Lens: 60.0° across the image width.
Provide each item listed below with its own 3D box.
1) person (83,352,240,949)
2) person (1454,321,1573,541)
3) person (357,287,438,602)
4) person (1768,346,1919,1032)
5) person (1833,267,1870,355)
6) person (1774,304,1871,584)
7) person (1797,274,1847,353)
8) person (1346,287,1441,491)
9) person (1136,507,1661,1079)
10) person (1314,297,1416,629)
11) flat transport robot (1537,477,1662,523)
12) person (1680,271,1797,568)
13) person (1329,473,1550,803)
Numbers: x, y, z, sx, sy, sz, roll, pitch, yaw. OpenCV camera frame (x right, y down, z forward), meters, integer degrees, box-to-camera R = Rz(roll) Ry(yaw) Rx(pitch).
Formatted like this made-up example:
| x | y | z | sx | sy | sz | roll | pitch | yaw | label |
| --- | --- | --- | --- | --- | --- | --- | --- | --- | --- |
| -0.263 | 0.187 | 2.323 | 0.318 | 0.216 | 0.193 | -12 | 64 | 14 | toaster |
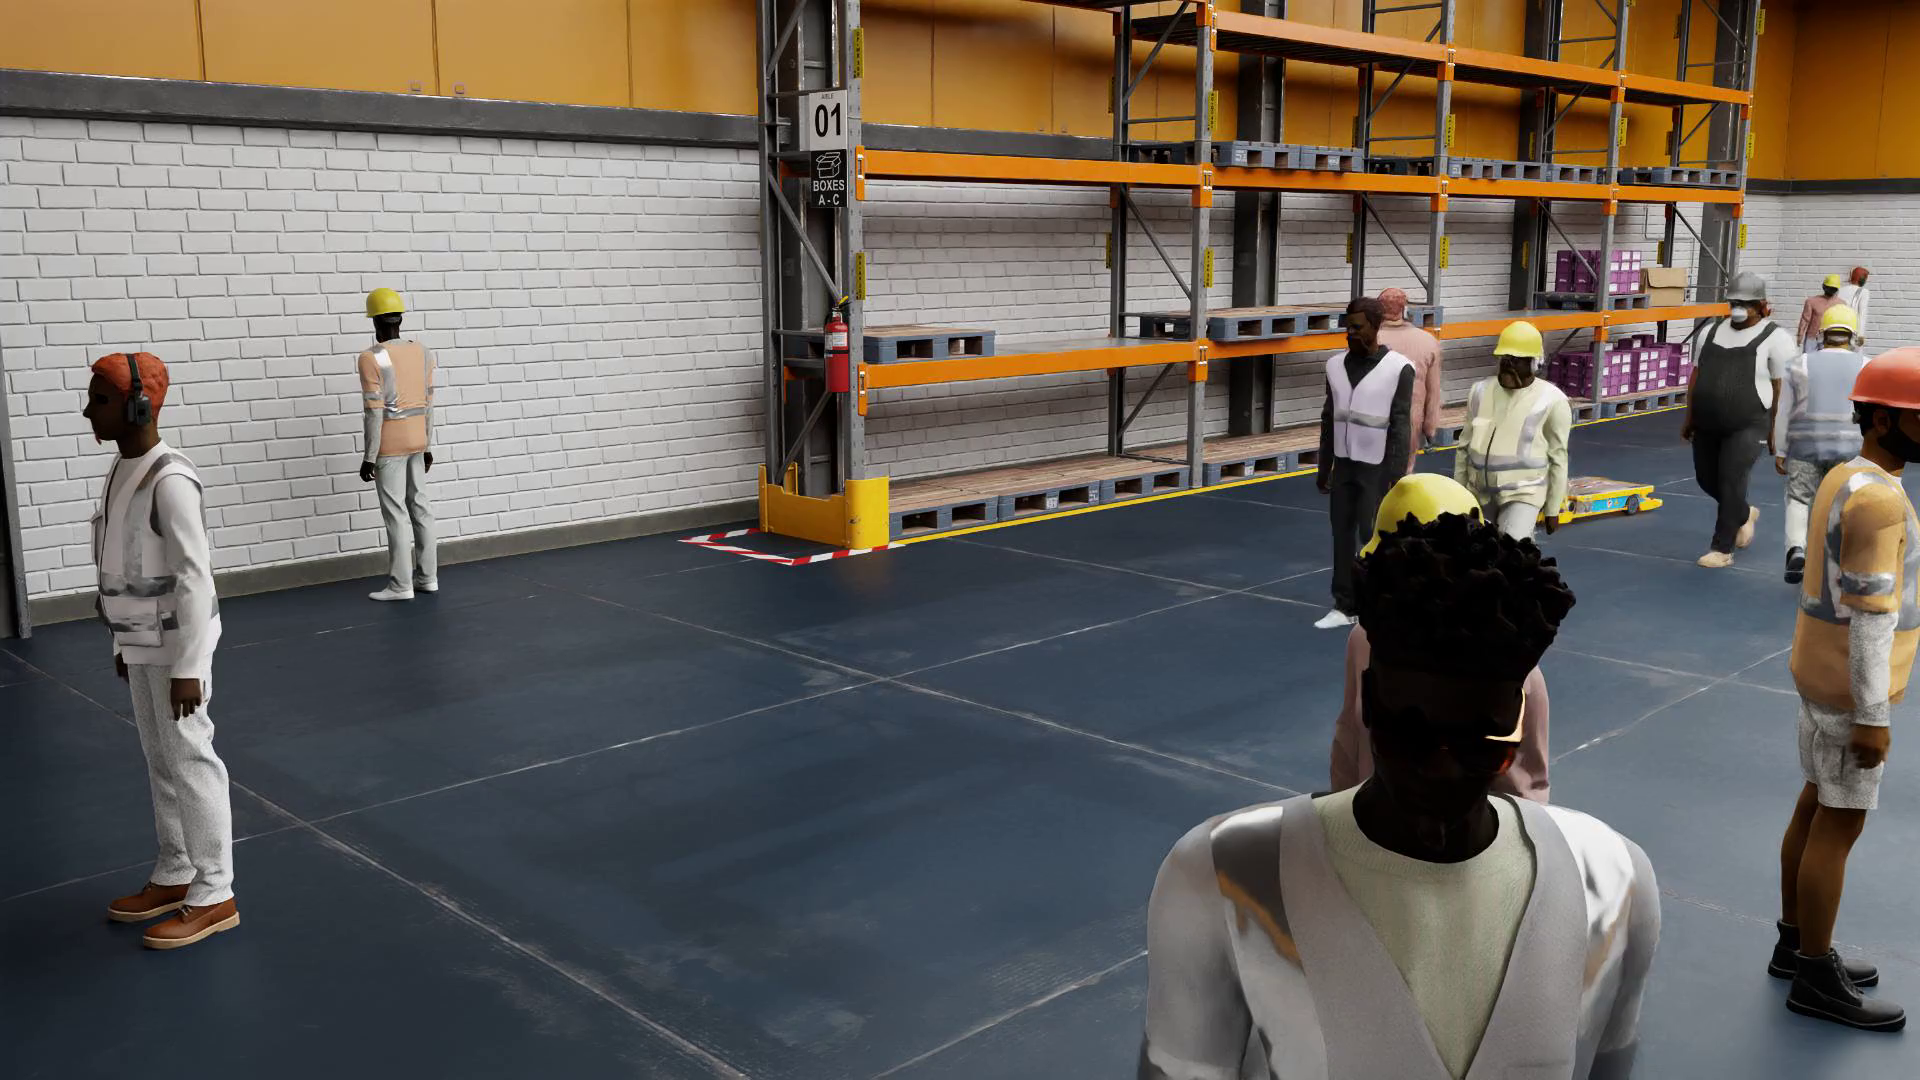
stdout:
| x | y | z | sx | sy | sz | roll | pitch | yaw | label |
| --- | --- | --- | --- | --- | --- | --- | --- | --- | --- |
| -2.542 | 0.348 | 5.279 | 0.362 | 1.883 | 0.575 | -9 | 14 | -41 | person |
| 2.945 | -0.260 | 8.814 | 0.763 | 1.809 | 0.590 | -8 | 13 | -38 | person |
| -3.467 | -0.581 | 10.224 | 0.364 | 1.923 | 0.595 | 4 | 11 | 22 | person |
| 2.593 | 0.414 | 4.778 | 0.375 | 1.934 | 0.547 | 4 | 11 | 19 | person |
| 12.533 | -2.941 | 23.486 | 1.130 | 1.785 | 0.590 | -5 | 11 | -24 | person |
| 5.439 | -0.570 | 10.457 | 0.595 | 1.817 | 0.523 | 5 | 12 | 26 | person |
| 11.614 | -2.737 | 22.472 | 0.562 | 1.735 | 0.656 | 4 | 11 | 19 | person |
| 2.888 | -0.769 | 11.326 | 0.671 | 1.892 | 0.509 | -1 | 10 | -3 | person |
| 0.491 | 0.927 | 1.905 | 0.601 | 1.960 | 0.373 | -1 | 10 | -8 | person |
| 2.325 | -0.431 | 9.486 | 0.542 | 1.906 | 0.610 | -8 | 13 | -38 | person |
| 4.956 | -0.335 | 13.402 | 1.431 | 0.197 | 0.652 | -7 | 13 | -34 | flat transport robot |
| 5.356 | -0.859 | 11.428 | 0.855 | 2.000 | 0.686 | -6 | 12 | -30 | person |
| 0.960 | 0.734 | 3.489 | 0.328 | 1.765 | 0.532 | -7 | 12 | -32 | person |
